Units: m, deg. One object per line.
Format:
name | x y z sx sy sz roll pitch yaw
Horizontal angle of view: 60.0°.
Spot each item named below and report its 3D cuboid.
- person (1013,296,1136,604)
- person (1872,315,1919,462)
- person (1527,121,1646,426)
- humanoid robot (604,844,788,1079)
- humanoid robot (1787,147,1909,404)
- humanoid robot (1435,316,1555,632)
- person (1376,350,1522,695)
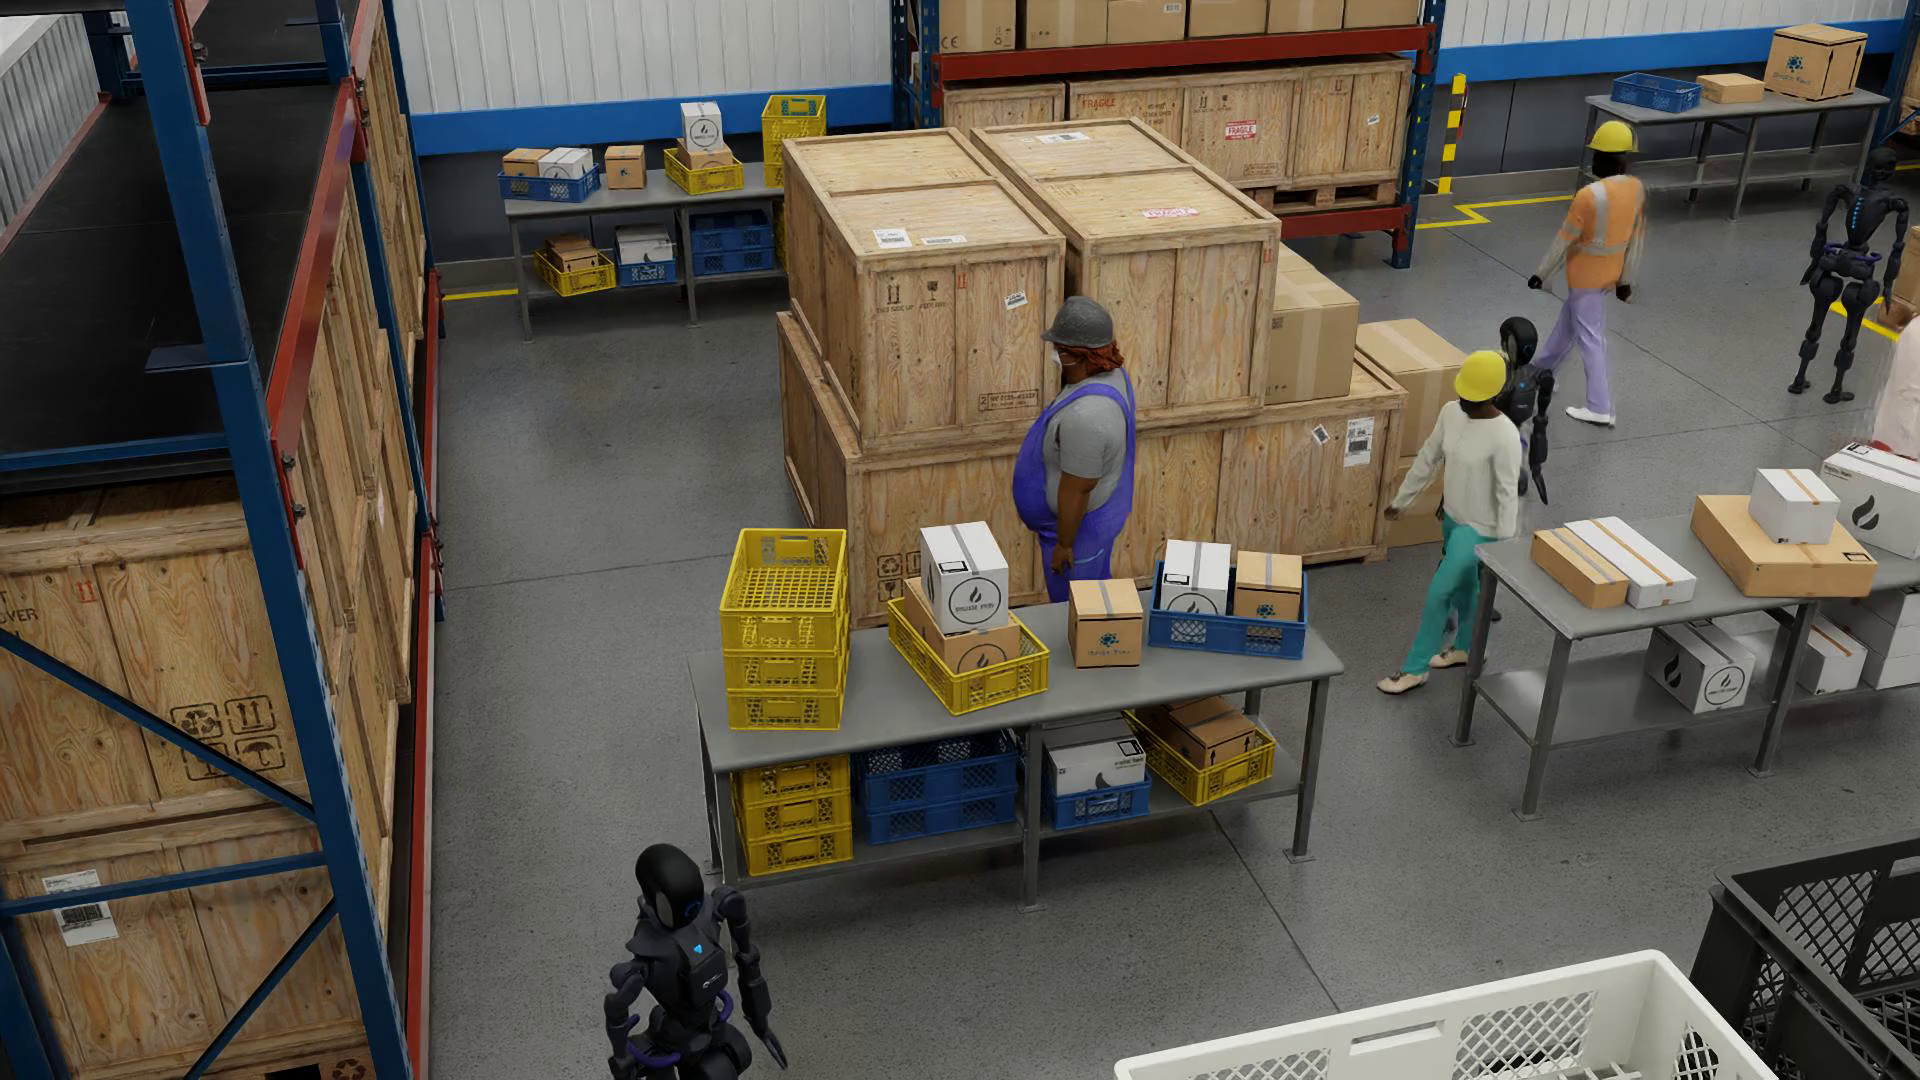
person | 0.507 -0.143 7.542 0.536 2.000 0.679 8 30 14
person | 4.775 -0.525 8.312 0.620 1.966 0.833 -16 33 -27
person | 3.945 -1.716 10.563 0.585 1.877 0.937 -21 35 -33
humanoid robot | -0.776 1.543 4.857 0.327 1.649 0.593 20 35 32
humanoid robot | 5.751 -1.717 10.758 0.316 1.657 0.609 -21 35 -33
humanoid robot | 2.637 -0.324 8.230 0.593 1.657 0.326 -10 30 -17
person | 2.255 -0.078 7.718 0.731 1.732 0.544 -6 30 -12
